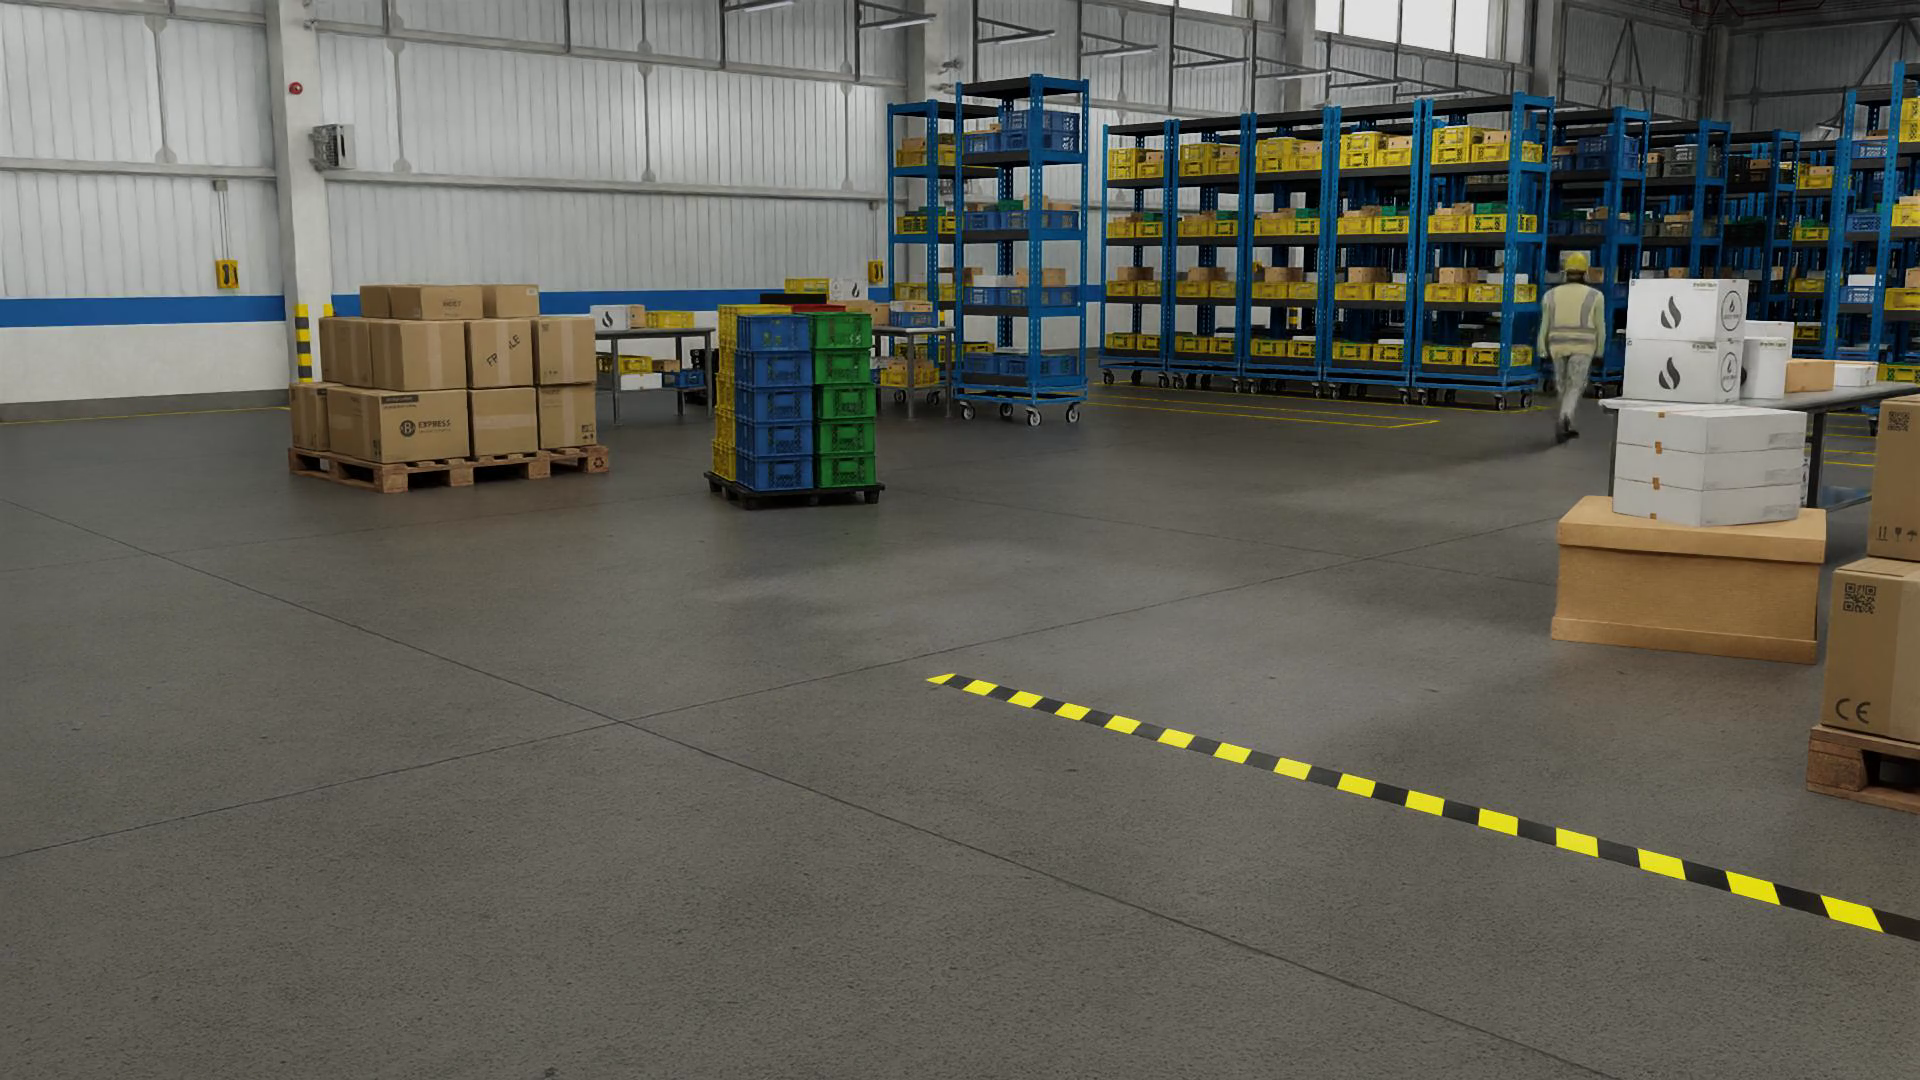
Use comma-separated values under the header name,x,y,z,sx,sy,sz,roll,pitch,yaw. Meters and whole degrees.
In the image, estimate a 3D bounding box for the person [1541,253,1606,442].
name,x,y,z,sx,sy,sz,roll,pitch,yaw
person,5.796,-1.820,15.793,0.600,1.806,0.789,8,12,39
